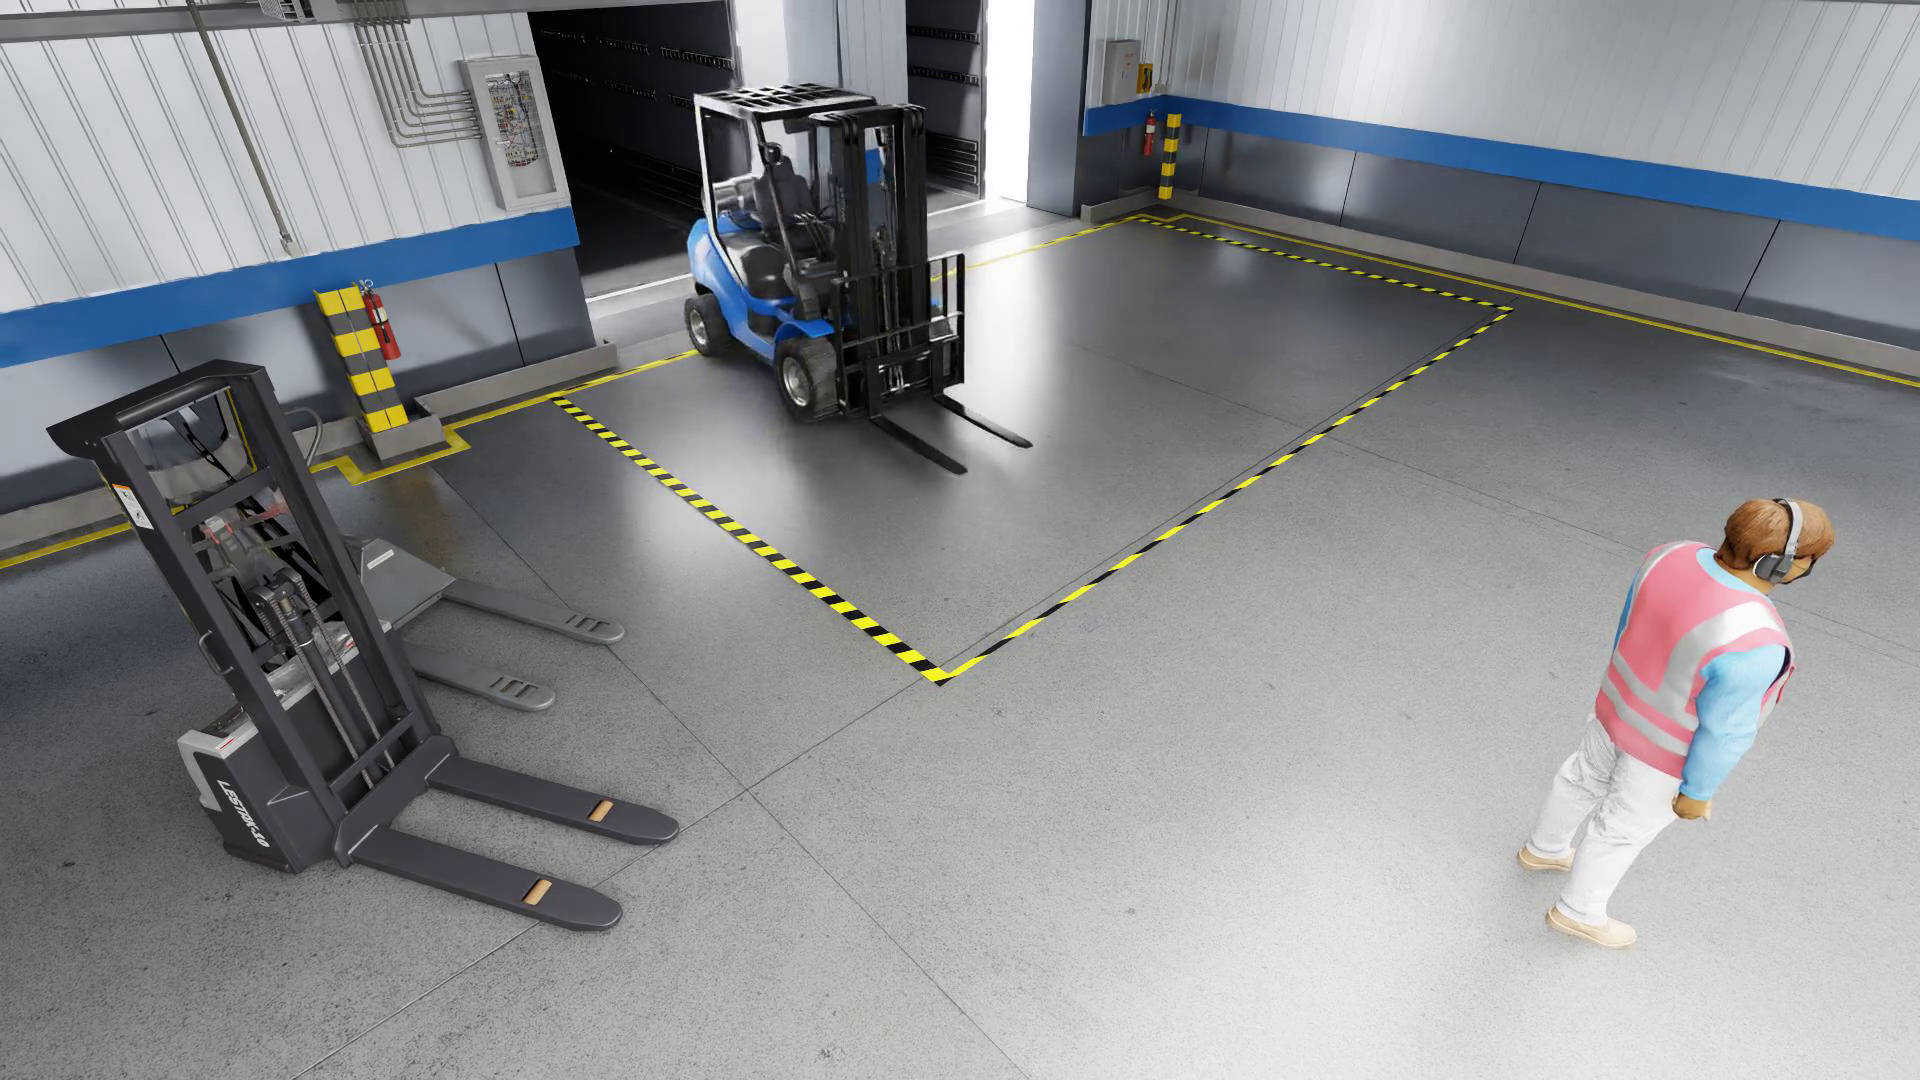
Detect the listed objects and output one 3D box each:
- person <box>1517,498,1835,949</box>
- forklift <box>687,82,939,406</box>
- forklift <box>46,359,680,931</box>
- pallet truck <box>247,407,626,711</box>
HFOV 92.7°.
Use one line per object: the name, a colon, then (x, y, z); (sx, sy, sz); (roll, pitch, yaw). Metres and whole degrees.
person: (2.410, 0.655, 3.148); (0.429, 1.844, 0.626); (4, 34, 6)
forklift: (-1.226, -2.446, 7.250); (1.157, 2.036, 2.680); (-24, 41, -31)
forklift: (-2.135, 0.422, 3.354); (1.885, 1.965, 0.823); (10, 35, 14)
pallet truck: (-2.628, 0.038, 4.590); (1.601, 1.201, 0.680); (12, 36, 18)
